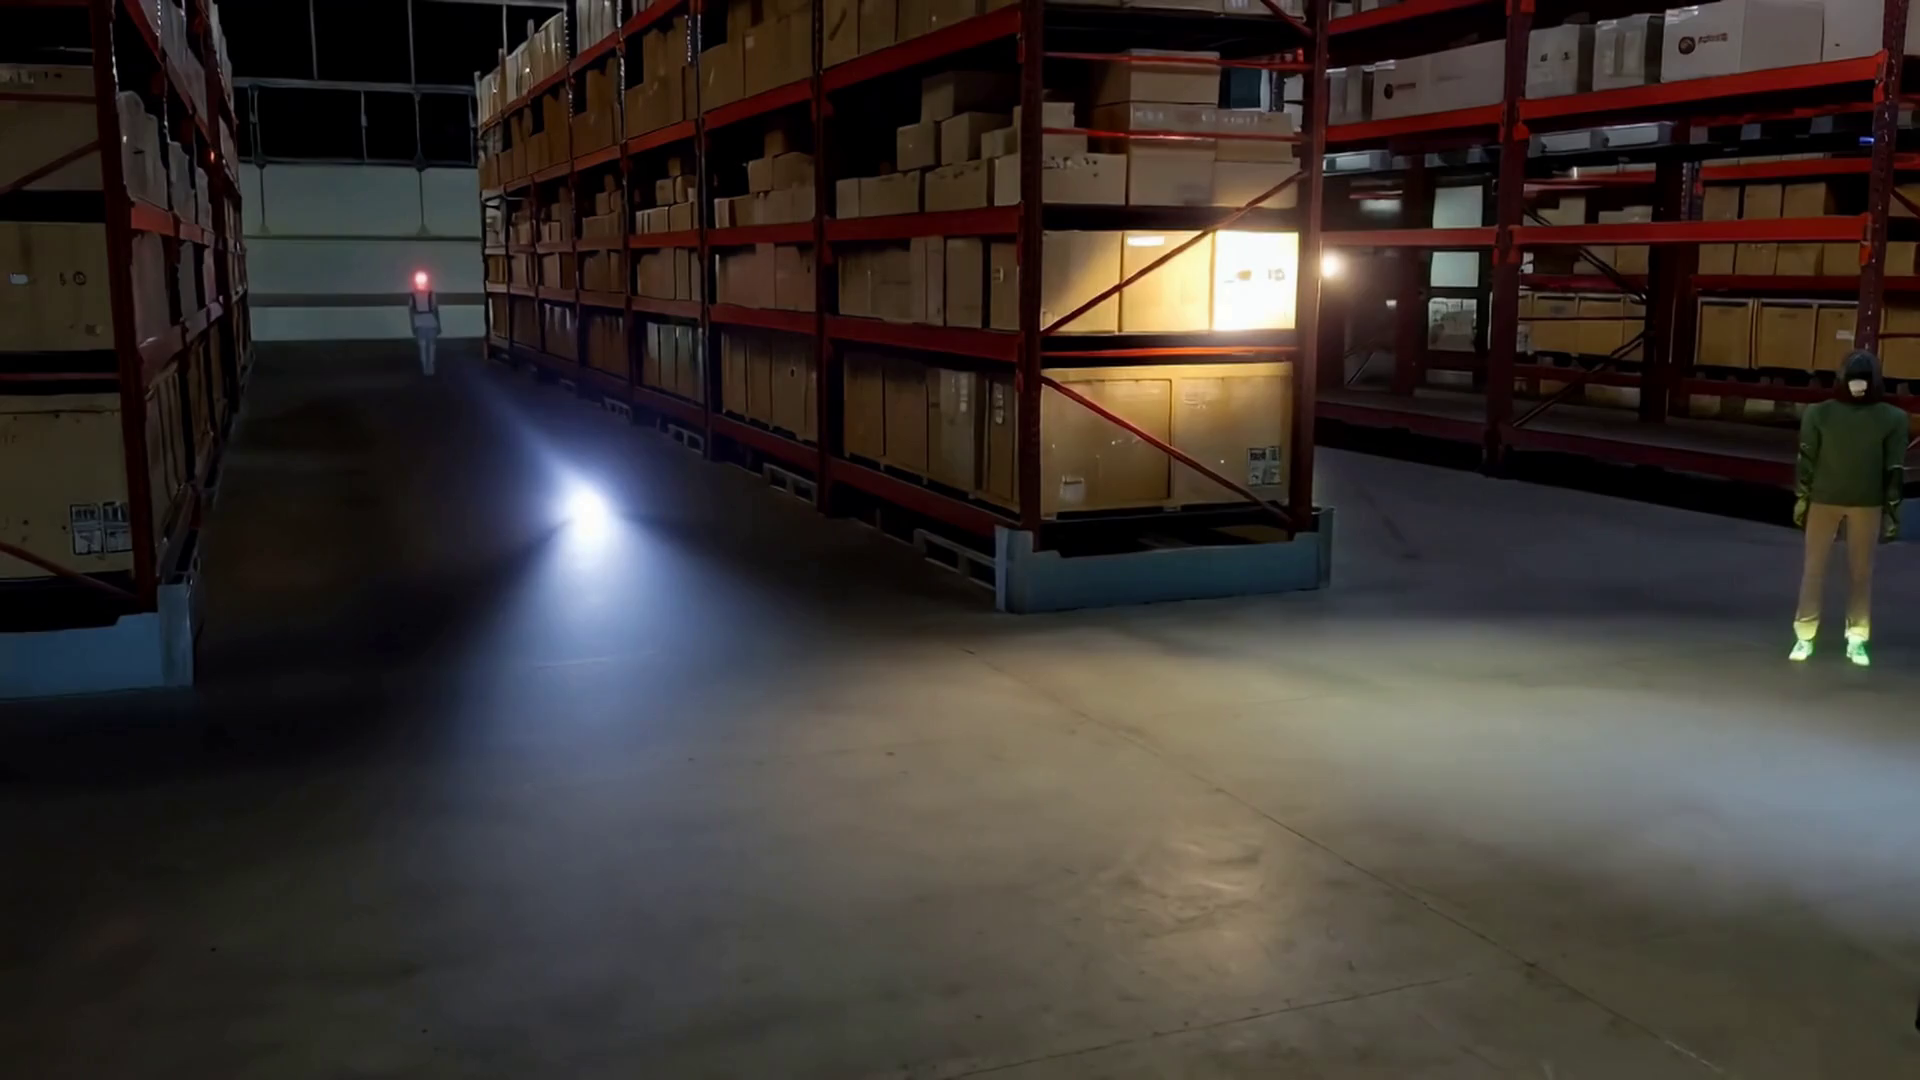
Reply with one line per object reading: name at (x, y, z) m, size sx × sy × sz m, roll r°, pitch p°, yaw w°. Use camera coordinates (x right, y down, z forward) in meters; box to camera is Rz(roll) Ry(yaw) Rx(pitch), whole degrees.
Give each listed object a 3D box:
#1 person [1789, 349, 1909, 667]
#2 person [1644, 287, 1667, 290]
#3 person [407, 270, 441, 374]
person at (4.569, -0.164, 8.569) m, size 0.498 × 1.634 × 0.280 m, roll 4°, pitch 10°, yaw 25°
person at (13.685, -4.353, 32.655) m, size 0.627 × 1.972 × 0.681 m, roll 7°, pitch 12°, yaw 35°
person at (-9.944, -4.033, 30.876) m, size 0.572 × 1.926 × 0.500 m, roll -2°, pitch 10°, yaw -14°
